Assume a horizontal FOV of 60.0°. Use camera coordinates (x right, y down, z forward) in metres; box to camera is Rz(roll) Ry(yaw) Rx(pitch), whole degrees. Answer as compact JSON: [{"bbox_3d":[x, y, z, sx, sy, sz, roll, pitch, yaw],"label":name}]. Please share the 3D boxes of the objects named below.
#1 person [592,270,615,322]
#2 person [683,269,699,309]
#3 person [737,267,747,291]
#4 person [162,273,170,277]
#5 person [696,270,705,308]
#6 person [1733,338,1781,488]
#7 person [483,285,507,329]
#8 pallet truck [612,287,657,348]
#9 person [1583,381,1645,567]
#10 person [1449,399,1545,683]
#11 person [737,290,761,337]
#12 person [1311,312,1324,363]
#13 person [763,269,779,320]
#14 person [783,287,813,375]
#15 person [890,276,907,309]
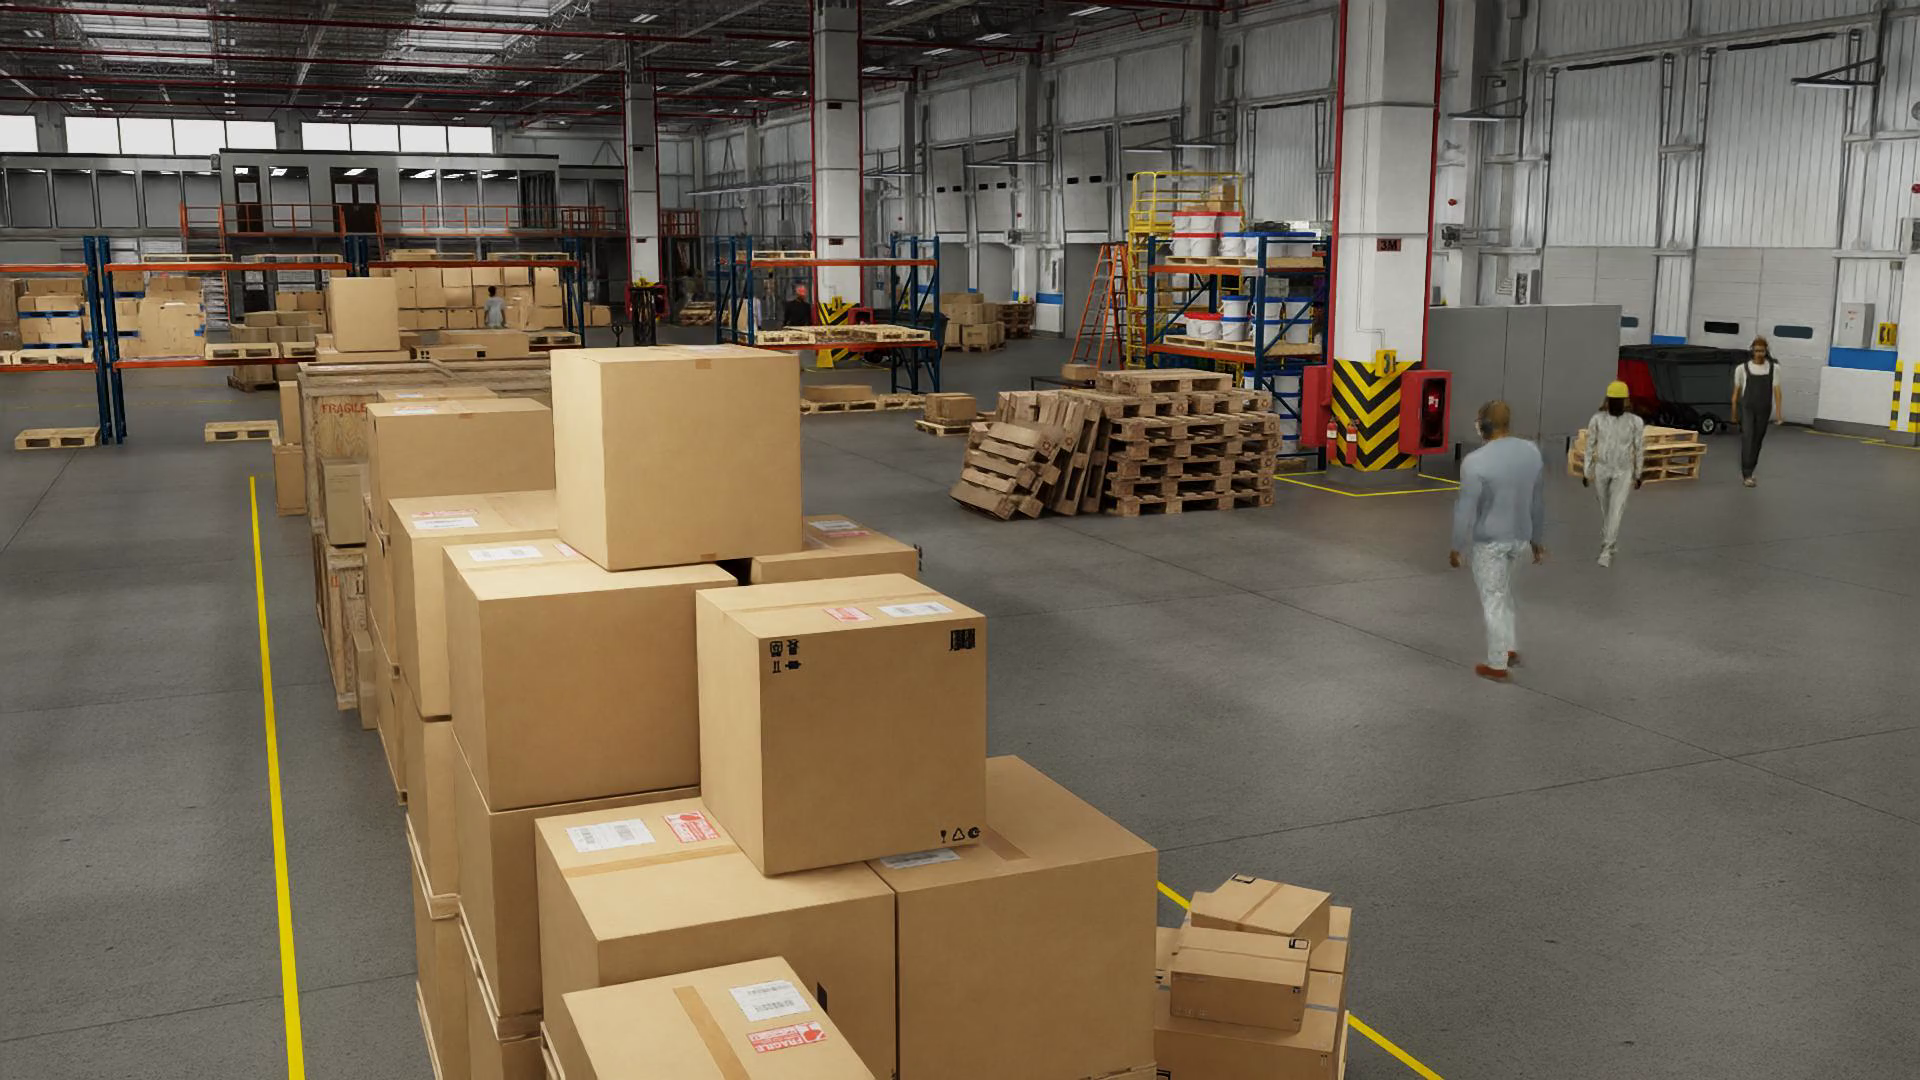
[{"bbox_3d":[-12.621,-8.515,58.334,0.991,1.887,0.569,-4,11,-21],"label":"person"},{"bbox_3d":[-10.325,-9.527,64.171,0.931,1.795,0.658,5,12,27],"label":"person"},{"bbox_3d":[-9.441,-11.144,72.823,0.618,1.899,1.005,-1,10,-6],"label":"person"},{"bbox_3d":[-22.642,-6.609,47.554,0.622,1.993,1.022,-6,12,-30],"label":"person"},{"bbox_3d":[-10.140,-9.665,65.067,0.400,1.755,0.524,6,12,29],"label":"person"},{"bbox_3d":[9.716,-1.574,20.344,0.515,1.812,0.931,2,11,12],"label":"person"},{"bbox_3d":[-11.377,-5.281,40.620,0.546,1.852,0.424,-8,13,-39],"label":"person"},{"bbox_3d":[-6.464,-4.406,35.401,0.823,1.965,1.885,6,12,32],"label":"pallet truck"},{"bbox_3d":[6.058,-0.632,15.434,0.495,1.694,0.927,7,12,33],"label":"person"},{"bbox_3d":[3.615,0.012,11.271,0.657,1.918,0.509,-4,11,-23],"label":"person"},{"bbox_3d":[-5.194,-5.267,40.646,0.647,1.824,0.604,0,10,1],"label":"person"},{"bbox_3d":[5.594,-2.559,25.584,0.464,1.866,0.591,6,12,32],"label":"person"},{"bbox_3d":[-6.941,-9.052,61.200,0.591,1.926,0.386,0,10,0],"label":"person"},{"bbox_3d":[-3.575,-4.620,36.792,0.628,1.929,1.044,-4,11,-21],"label":"person"},{"bbox_3d":[-2.173,-8.600,59.442,0.547,1.662,0.793,-6,12,-29],"label":"person"}]
